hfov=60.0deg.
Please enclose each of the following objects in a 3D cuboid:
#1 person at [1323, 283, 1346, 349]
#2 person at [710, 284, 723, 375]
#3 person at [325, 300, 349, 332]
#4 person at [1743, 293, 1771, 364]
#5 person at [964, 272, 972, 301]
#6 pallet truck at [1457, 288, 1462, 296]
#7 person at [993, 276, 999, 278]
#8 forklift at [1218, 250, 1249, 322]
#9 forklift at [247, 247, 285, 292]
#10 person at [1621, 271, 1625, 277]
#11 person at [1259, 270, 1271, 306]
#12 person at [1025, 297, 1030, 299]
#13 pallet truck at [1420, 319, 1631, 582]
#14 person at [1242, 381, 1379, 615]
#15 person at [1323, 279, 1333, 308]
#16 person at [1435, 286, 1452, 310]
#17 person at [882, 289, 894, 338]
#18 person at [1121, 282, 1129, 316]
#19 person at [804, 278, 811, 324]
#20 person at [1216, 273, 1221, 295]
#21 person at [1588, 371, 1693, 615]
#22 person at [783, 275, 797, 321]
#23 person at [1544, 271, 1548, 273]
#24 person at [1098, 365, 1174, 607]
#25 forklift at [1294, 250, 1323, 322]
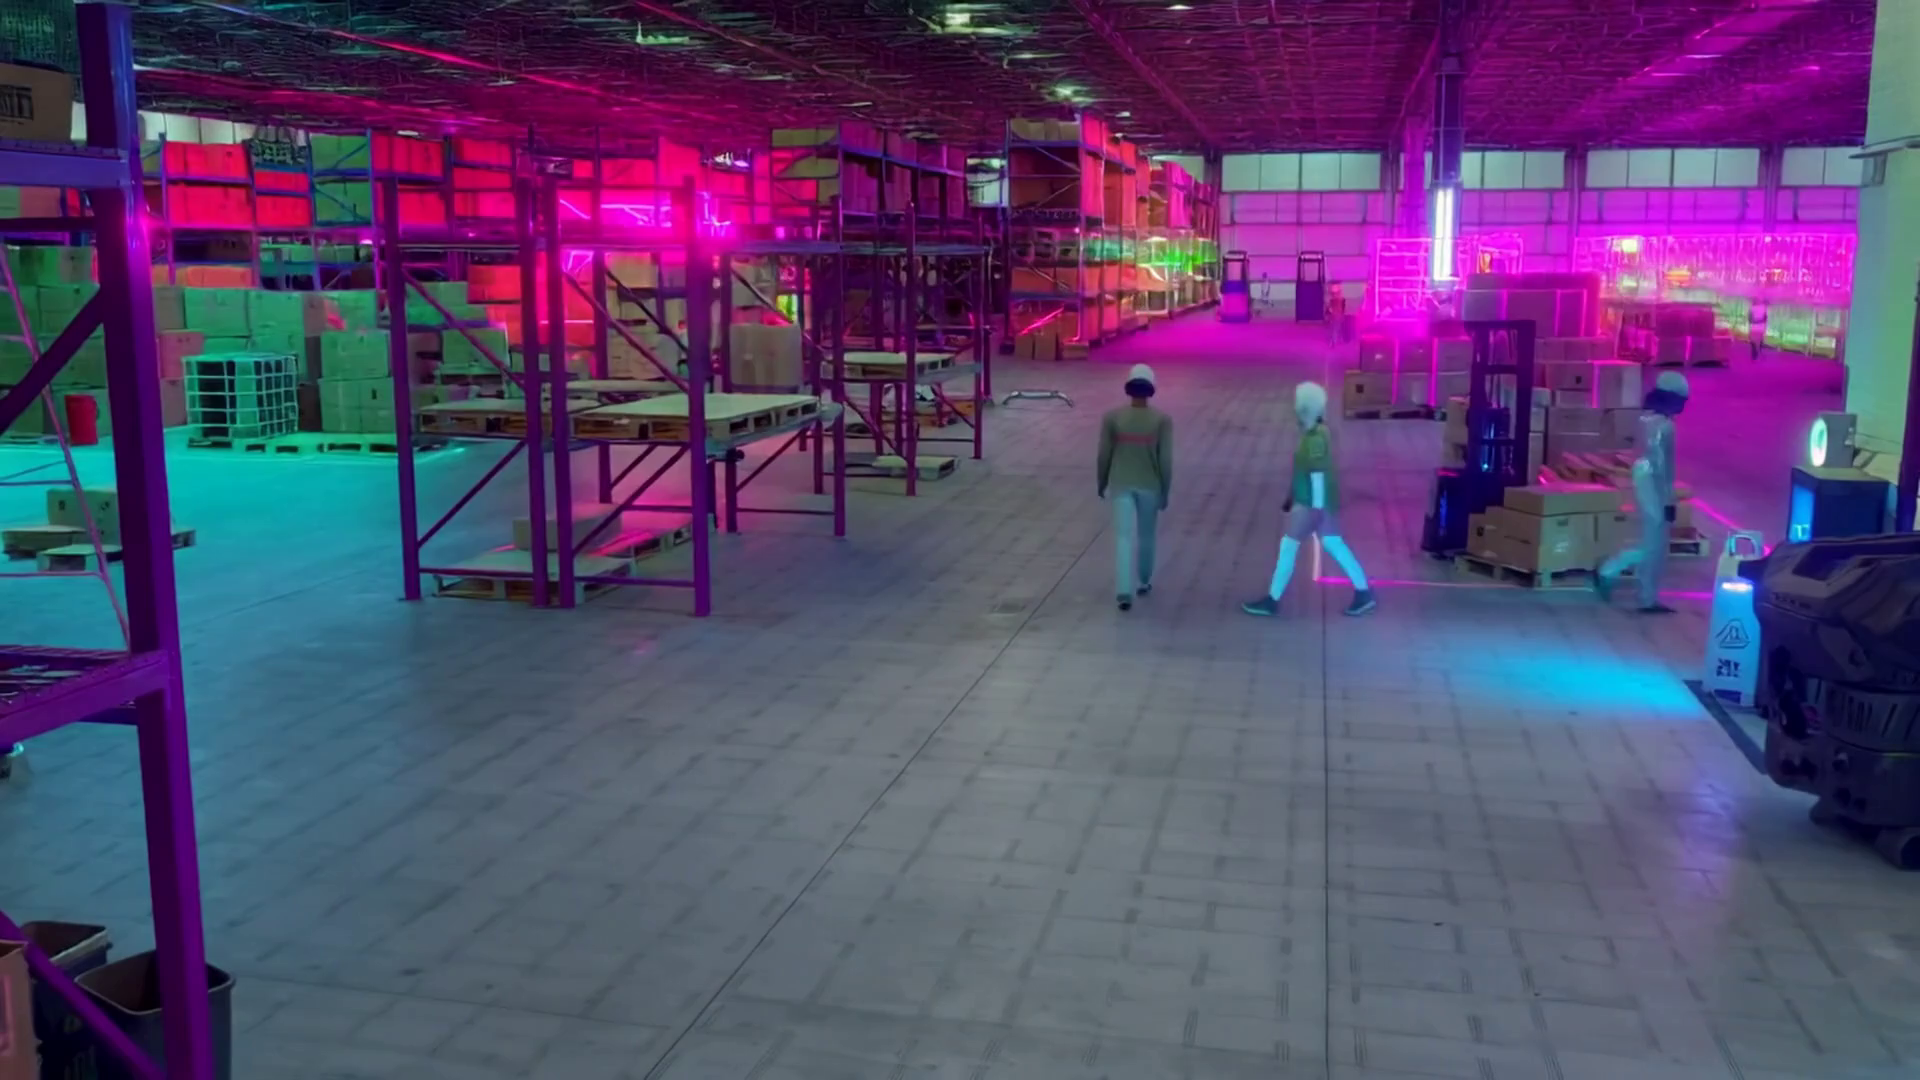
[{"bbox_3d":[10.381,-6.198,46.092,0.624,1.794,0.884,2,10,10],"label":"person"},{"bbox_3d":[-5.088,-4.501,35.602,0.520,1.945,0.625,1,10,3],"label":"person"},{"bbox_3d":[-9.694,-2.801,25.858,0.328,1.842,0.514,3,10,18],"label":"person"},{"bbox_3d":[18.824,-5.000,39.339,0.557,1.674,0.593,2,10,11],"label":"person"},{"bbox_3d":[0.449,-11.474,76.938,0.552,1.935,0.366,1,10,7],"label":"person"},{"bbox_3d":[20.506,-9.785,68.819,0.653,1.274,1.630,2,10,12],"label":"pallet truck"},{"bbox_3d":[1.972,-14.131,92.823,0.641,1.882,0.827,3,10,16],"label":"person"},{"bbox_3d":[10.736,-9.937,65.051,1.129,2.768,1.873,2,10,12],"label":"forklift"},{"bbox_3d":[-19.778,-6.980,47.539,1.129,2.768,1.873,2,10,12],"label":"forklift"},{"bbox_3d":[32.595,-12.291,81.667,0.715,1.974,0.623,-1,10,-7],"label":"person"},{"bbox_3d":[16.017,-13.222,87.315,0.620,1.934,0.496,-4,10,-21],"label":"person"},{"bbox_3d":[2.517,-8.260,57.920,0.631,1.932,0.362,-8,13,-41],"label":"person"},{"bbox_3d":[4.543,-0.757,13.299,0.823,1.965,1.885,-4,10,-22],"label":"pallet truck"},{"bbox_3d":[2.480,-0.282,11.523,0.912,1.652,0.531,3,10,16],"label":"person"},{"bbox_3d":[15.647,-10.289,70.821,0.499,1.632,0.285,-2,10,-9],"label":"person"},{"bbox_3d":[10.368,-4.445,35.414,0.866,1.913,0.550,0,10,-2],"label":"person"},{"bbox_3d":[-1.817,-5.820,44.168,0.541,1.696,0.315,3,10,16],"label":"person"},{"bbox_3d":[5.828,-8.329,59.050,0.384,1.677,0.545,3,10,16],"label":"person"},{"bbox_3d":[-5.067,-7.762,55.193,0.646,1.863,0.965,6,11,30],"label":"person"},{"bbox_3d":[14.325,-13.877,91.794,0.413,1.719,0.484,2,10,14],"label":"person"},{"bbox_3d":[4.752,-0.312,11.532,0.527,1.718,0.487,0,10,-1],"label":"person"},{"bbox_3d":[-6.801,-9.628,66.203,0.882,1.879,0.637,3,10,16],"label":"person"},{"bbox_3d":[28.186,-11.998,80.135,0.651,1.907,0.409,7,12,34],"label":"person"},{"bbox_3d":[1.266,-0.401,12.010,0.535,1.720,0.900,1,10,6],"label":"person"},{"bbox_3d":[13.778,-10.002,65.433,1.129,2.768,1.873,2,10,12],"label":"forklift"}]
